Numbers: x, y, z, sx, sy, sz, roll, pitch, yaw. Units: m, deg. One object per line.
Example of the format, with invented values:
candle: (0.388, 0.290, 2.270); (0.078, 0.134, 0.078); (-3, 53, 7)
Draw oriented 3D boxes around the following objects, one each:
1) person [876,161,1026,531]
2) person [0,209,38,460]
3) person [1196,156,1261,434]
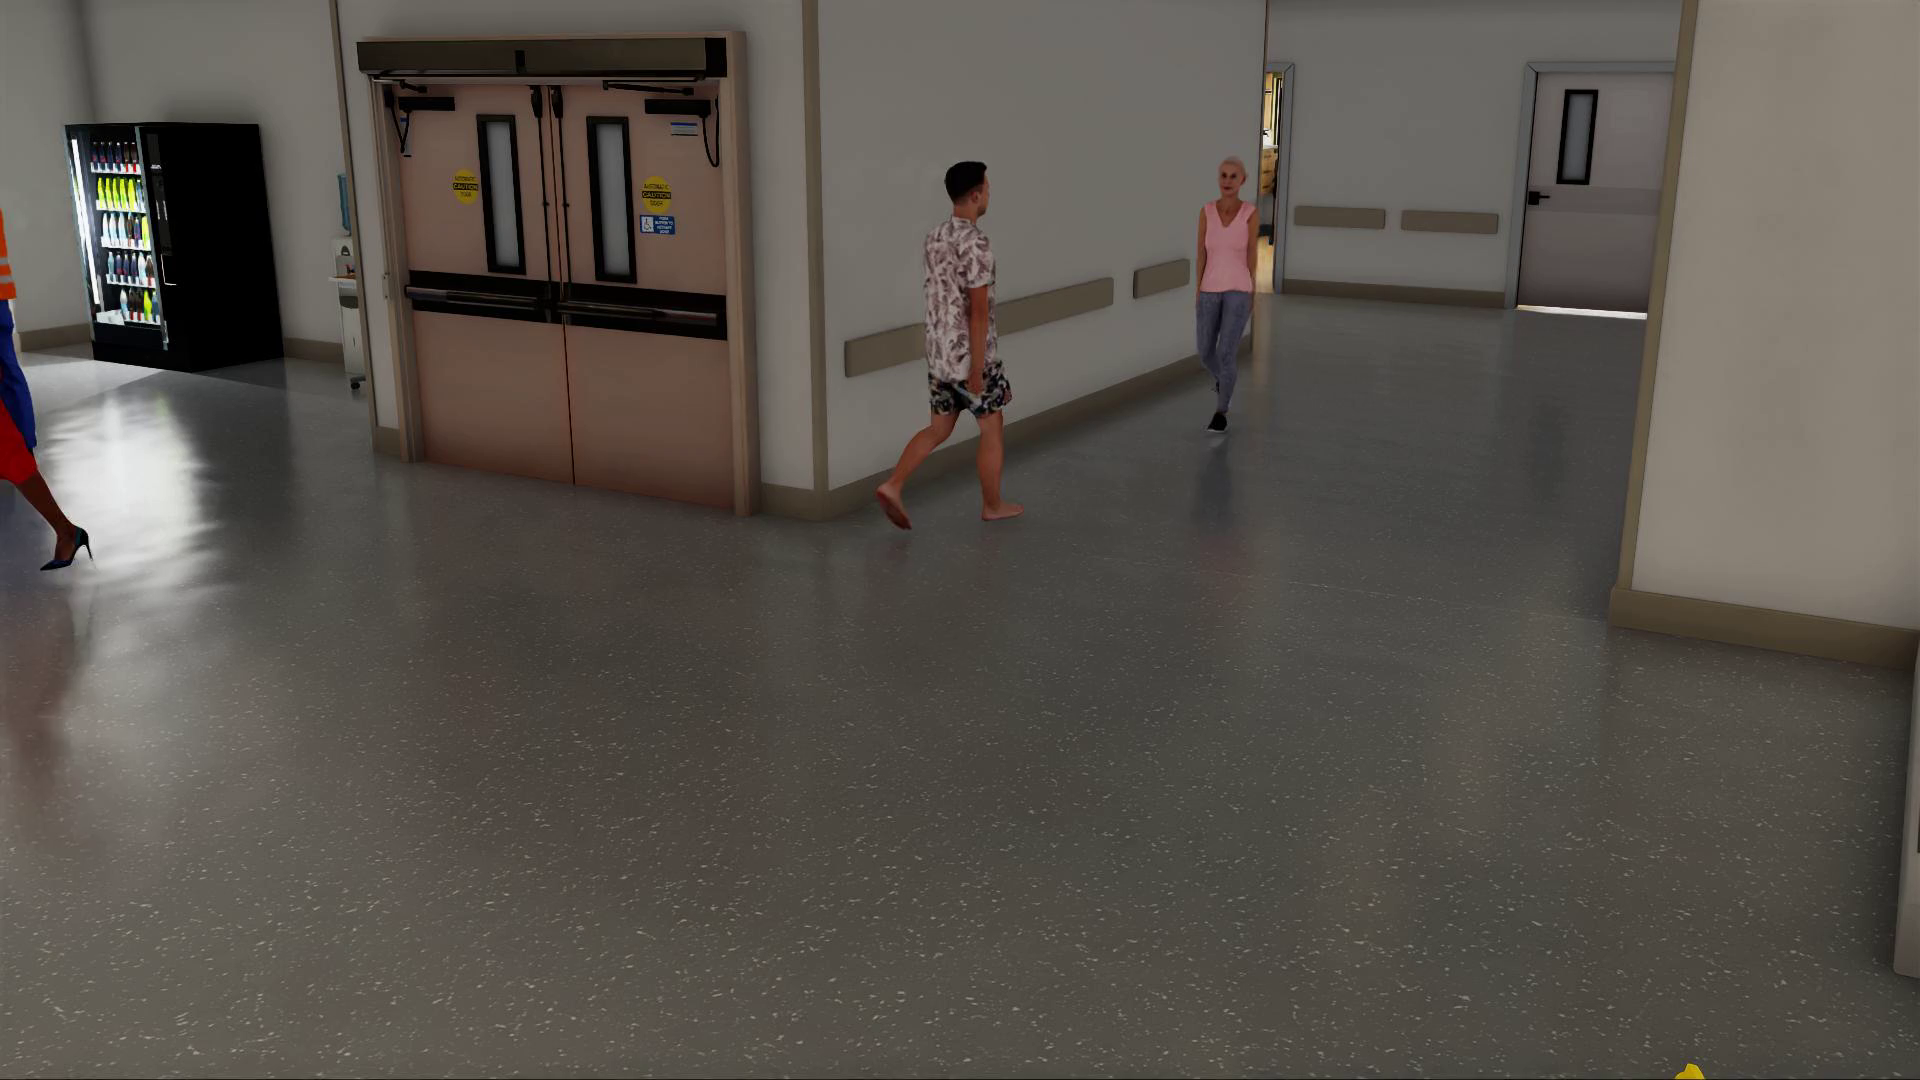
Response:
person: (-0.065, -0.915, 8.148); (1.009, 1.788, 1.127); (-12, 20, -36)
person: (-5.533, -1.291, 9.346); (0.712, 1.863, 0.757); (3, 16, 12)
person: (1.702, -1.556, 10.568); (0.890, 1.708, 0.661); (7, 17, 22)
